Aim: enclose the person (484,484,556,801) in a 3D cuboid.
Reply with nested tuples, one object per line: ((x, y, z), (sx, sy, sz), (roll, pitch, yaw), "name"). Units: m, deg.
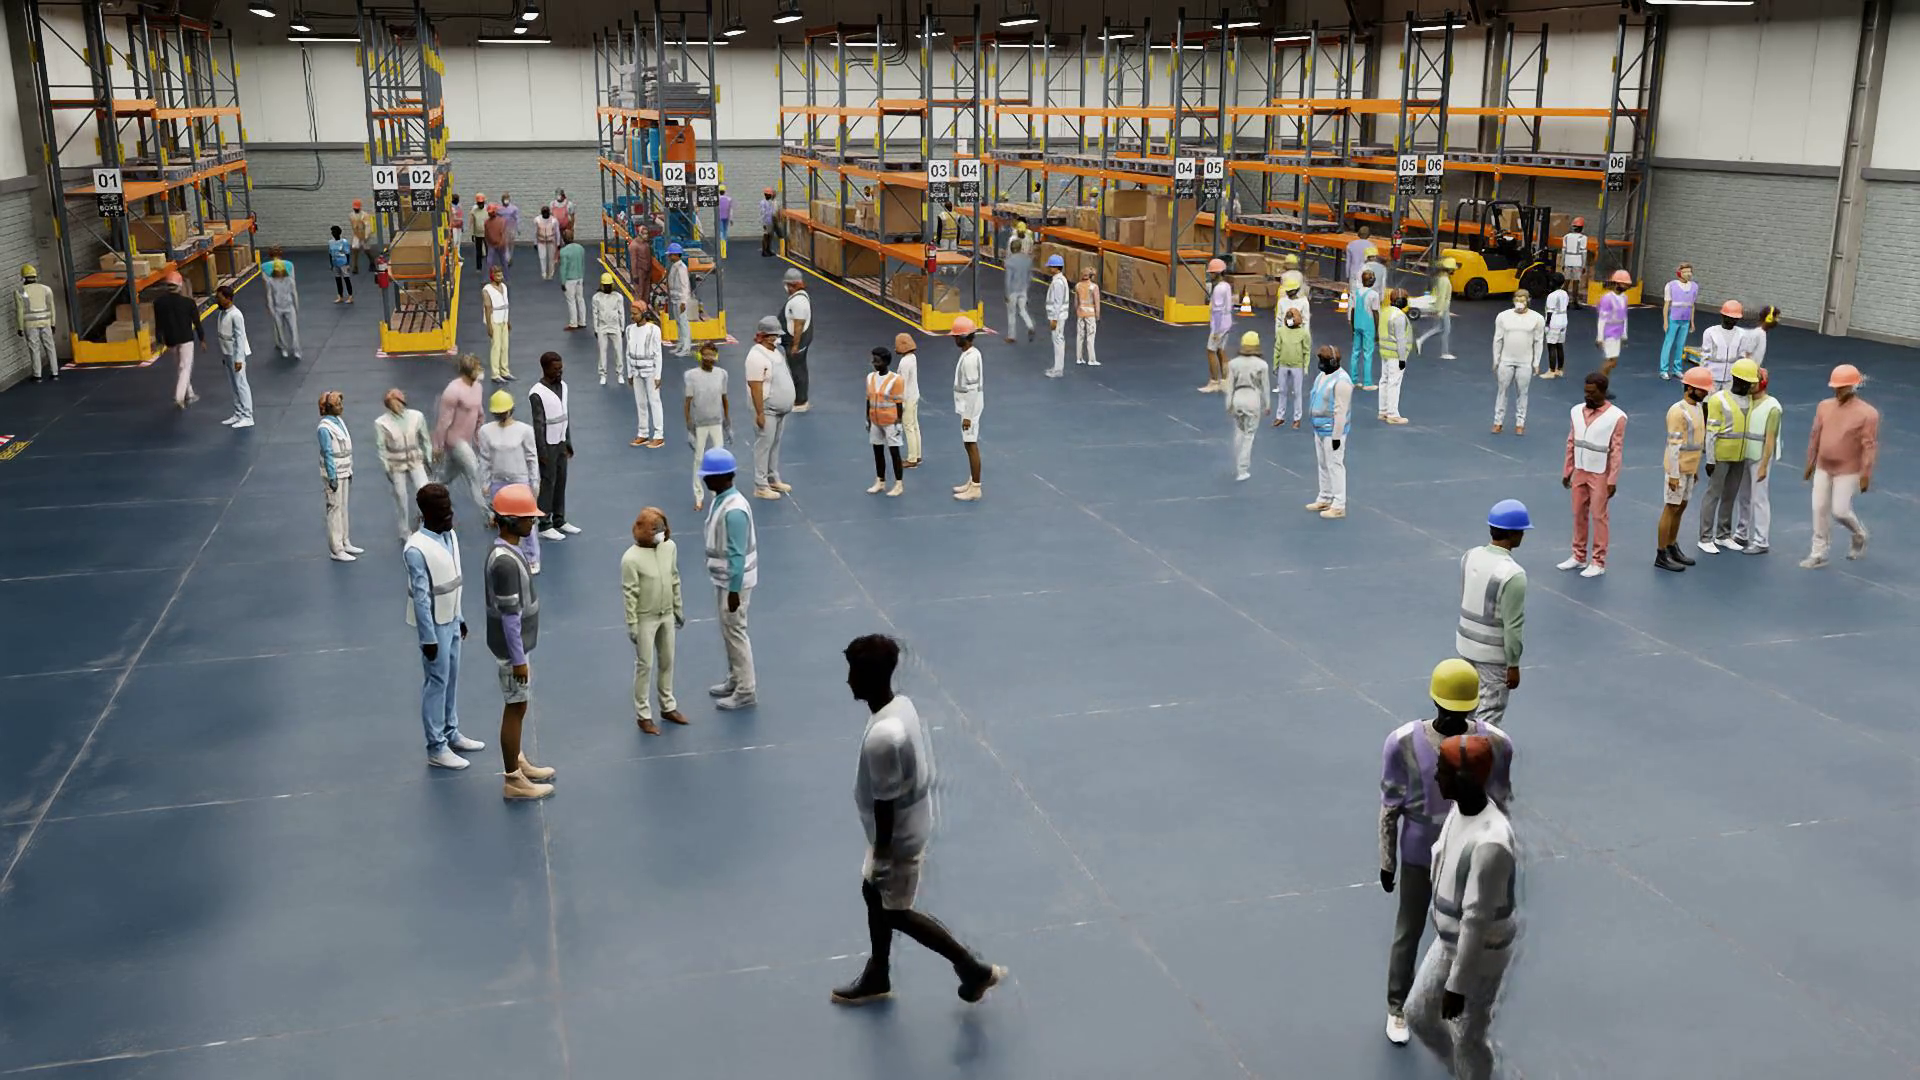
((-2.788, 0.644, 10.533), (0.404, 2.035, 0.606), (-4, 15, -15), "person")

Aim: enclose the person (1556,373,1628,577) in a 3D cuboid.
((5.911, -0.621, 15.533), (0.402, 1.910, 0.598), (-8, 17, -29), "person")

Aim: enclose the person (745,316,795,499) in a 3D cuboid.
((-2.102, -1.497, 18.572), (0.535, 2.000, 0.687), (4, 15, 13), "person")

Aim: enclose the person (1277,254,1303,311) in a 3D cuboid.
((5.755, -4.143, 29.128), (0.485, 1.729, 0.351), (-10, 18, -34), "person")

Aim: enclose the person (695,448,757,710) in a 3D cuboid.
((-1.685, 0.275, 12.110), (0.424, 1.934, 0.625), (-5, 16, -18), "person")

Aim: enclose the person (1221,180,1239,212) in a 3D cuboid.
((8.206, -10.034, 50.884), (0.646, 1.936, 0.405), (-1, 15, -5), "person")

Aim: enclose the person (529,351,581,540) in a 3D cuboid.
((-4.133, -0.961, 16.817), (0.391, 1.911, 0.585), (4, 15, 14), "person")

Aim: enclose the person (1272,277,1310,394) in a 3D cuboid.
((4.981, -3.069, 25.030), (0.528, 1.759, 0.336), (11, 18, 35), "person")

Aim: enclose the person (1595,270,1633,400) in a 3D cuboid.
((9.633, -3.014, 24.504), (0.541, 1.923, 0.413), (-13, 20, -40), "person")

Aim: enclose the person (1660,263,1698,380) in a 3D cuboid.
((11.366, -3.459, 26.325), (0.566, 1.847, 0.389), (-4, 15, -15), "person")

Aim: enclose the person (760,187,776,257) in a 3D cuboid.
((-5.395, -8.944, 46.812), (0.387, 1.929, 0.545), (5, 16, 19), "person")

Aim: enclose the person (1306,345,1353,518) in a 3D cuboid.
((3.926, -1.161, 17.716), (0.431, 1.832, 0.627), (-3, 15, -12), "person")

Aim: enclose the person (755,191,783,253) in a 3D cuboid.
((-5.398, -9.121, 47.741), (0.978, 1.788, 0.520), (-3, 15, -11), "person")

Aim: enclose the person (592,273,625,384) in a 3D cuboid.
((-5.460, -3.289, 25.905), (0.486, 1.736, 0.320), (-4, 15, -13), "person")

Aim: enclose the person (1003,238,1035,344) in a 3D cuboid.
((1.054, -4.478, 30.009), (0.642, 1.927, 0.647), (-10, 18, -34), "person")

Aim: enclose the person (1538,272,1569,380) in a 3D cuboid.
((9.453, -3.400, 26.408), (0.322, 1.691, 0.533), (14, 21, 43), "person")

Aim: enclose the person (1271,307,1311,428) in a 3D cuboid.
((4.472, -2.327, 22.474), (0.507, 1.632, 0.265), (9, 17, 30), "person")

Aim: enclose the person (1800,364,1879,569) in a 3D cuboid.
((8.320, -0.693, 15.681), (0.587, 1.971, 0.620), (-8, 17, -26), "person")

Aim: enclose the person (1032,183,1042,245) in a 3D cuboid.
((2.383, -9.955, 50.748), (0.512, 1.863, 0.336), (-11, 19, -37), "person")

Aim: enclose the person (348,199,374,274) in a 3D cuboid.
((-15.285, -7.760, 42.444), (0.545, 1.887, 0.918), (0, 15, -2), "person")

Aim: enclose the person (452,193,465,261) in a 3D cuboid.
((-13.838, -8.571, 45.608), (0.430, 1.835, 0.644), (4, 15, 14), "person")

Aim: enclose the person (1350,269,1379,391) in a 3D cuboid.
((6.173, -3.195, 25.336), (0.346, 1.846, 0.507), (-12, 19, -38), "person")

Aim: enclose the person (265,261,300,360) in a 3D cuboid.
((-11.564, -3.933, 28.412), (0.494, 1.681, 0.877), (-6, 16, -21), "person")

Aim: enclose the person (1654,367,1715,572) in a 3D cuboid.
((6.839, -0.677, 15.689), (0.362, 1.934, 0.543), (13, 20, 41), "person")

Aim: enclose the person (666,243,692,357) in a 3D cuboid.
((-4.843, -4.138, 28.684), (0.399, 1.949, 0.605), (-6, 16, -23), "person")

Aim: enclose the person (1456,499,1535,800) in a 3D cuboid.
((3.373, 0.691, 10.545), (0.426, 1.938, 0.604), (-4, 15, -14), "person")

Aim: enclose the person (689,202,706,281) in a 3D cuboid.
((-6.487, -7.307, 40.692), (0.410, 1.909, 0.642), (-6, 16, -23), "person")

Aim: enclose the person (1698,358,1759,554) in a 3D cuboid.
((7.544, -0.827, 16.278), (0.585, 1.921, 0.372), (-6, 16, -22), "person")

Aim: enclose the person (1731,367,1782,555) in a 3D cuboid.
((7.784, -0.785, 16.294), (0.399, 1.834, 0.563), (-3, 15, -11), "person")

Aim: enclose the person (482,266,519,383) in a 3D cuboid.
((-7.242, -3.372, 26.038), (0.410, 1.831, 0.570), (4, 15, 16), "person")

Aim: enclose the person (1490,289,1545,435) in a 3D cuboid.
((7.361, -2.352, 21.983), (0.629, 1.940, 0.376), (7, 16, 23), "person")

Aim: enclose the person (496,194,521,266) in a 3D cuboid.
((-12.108, -8.307, 44.517), (0.651, 1.889, 1.051), (-6, 16, -22), "person")

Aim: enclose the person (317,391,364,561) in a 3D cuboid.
((-6.008, -0.620, 16.039), (0.307, 1.641, 0.513), (-1, 15, -5), "person")

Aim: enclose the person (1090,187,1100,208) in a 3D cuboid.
((4.048, -9.771, 50.276), (0.312, 1.743, 0.493), (0, 15, 0), "person")

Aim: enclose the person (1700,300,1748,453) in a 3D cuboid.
((9.550, -2.041, 20.837), (0.543, 1.929, 0.387), (1, 15, 4), "person")

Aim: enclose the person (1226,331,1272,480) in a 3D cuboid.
((3.426, -1.593, 19.560), (0.488, 1.721, 0.717), (10, 18, 34), "person")

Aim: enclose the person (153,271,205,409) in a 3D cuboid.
((-11.244, -2.882, 23.950), (0.632, 1.959, 0.971), (-1, 15, -3), "person")

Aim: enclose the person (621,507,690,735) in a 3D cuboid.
((-2.139, 0.556, 11.646), (0.295, 1.623, 0.507), (11, 18, 35), "person")

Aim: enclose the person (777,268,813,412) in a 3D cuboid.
((-2.365, -2.846, 23.646), (0.537, 2.000, 0.689), (0, 15, 0), "person")

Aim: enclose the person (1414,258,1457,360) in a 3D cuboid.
((8.169, -3.950, 28.358), (0.661, 1.735, 0.538), (3, 15, 10), "person")

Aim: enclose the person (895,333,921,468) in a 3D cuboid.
((-0.637, -1.685, 20.080), (0.287, 1.625, 0.497), (3, 15, 10), "person")
